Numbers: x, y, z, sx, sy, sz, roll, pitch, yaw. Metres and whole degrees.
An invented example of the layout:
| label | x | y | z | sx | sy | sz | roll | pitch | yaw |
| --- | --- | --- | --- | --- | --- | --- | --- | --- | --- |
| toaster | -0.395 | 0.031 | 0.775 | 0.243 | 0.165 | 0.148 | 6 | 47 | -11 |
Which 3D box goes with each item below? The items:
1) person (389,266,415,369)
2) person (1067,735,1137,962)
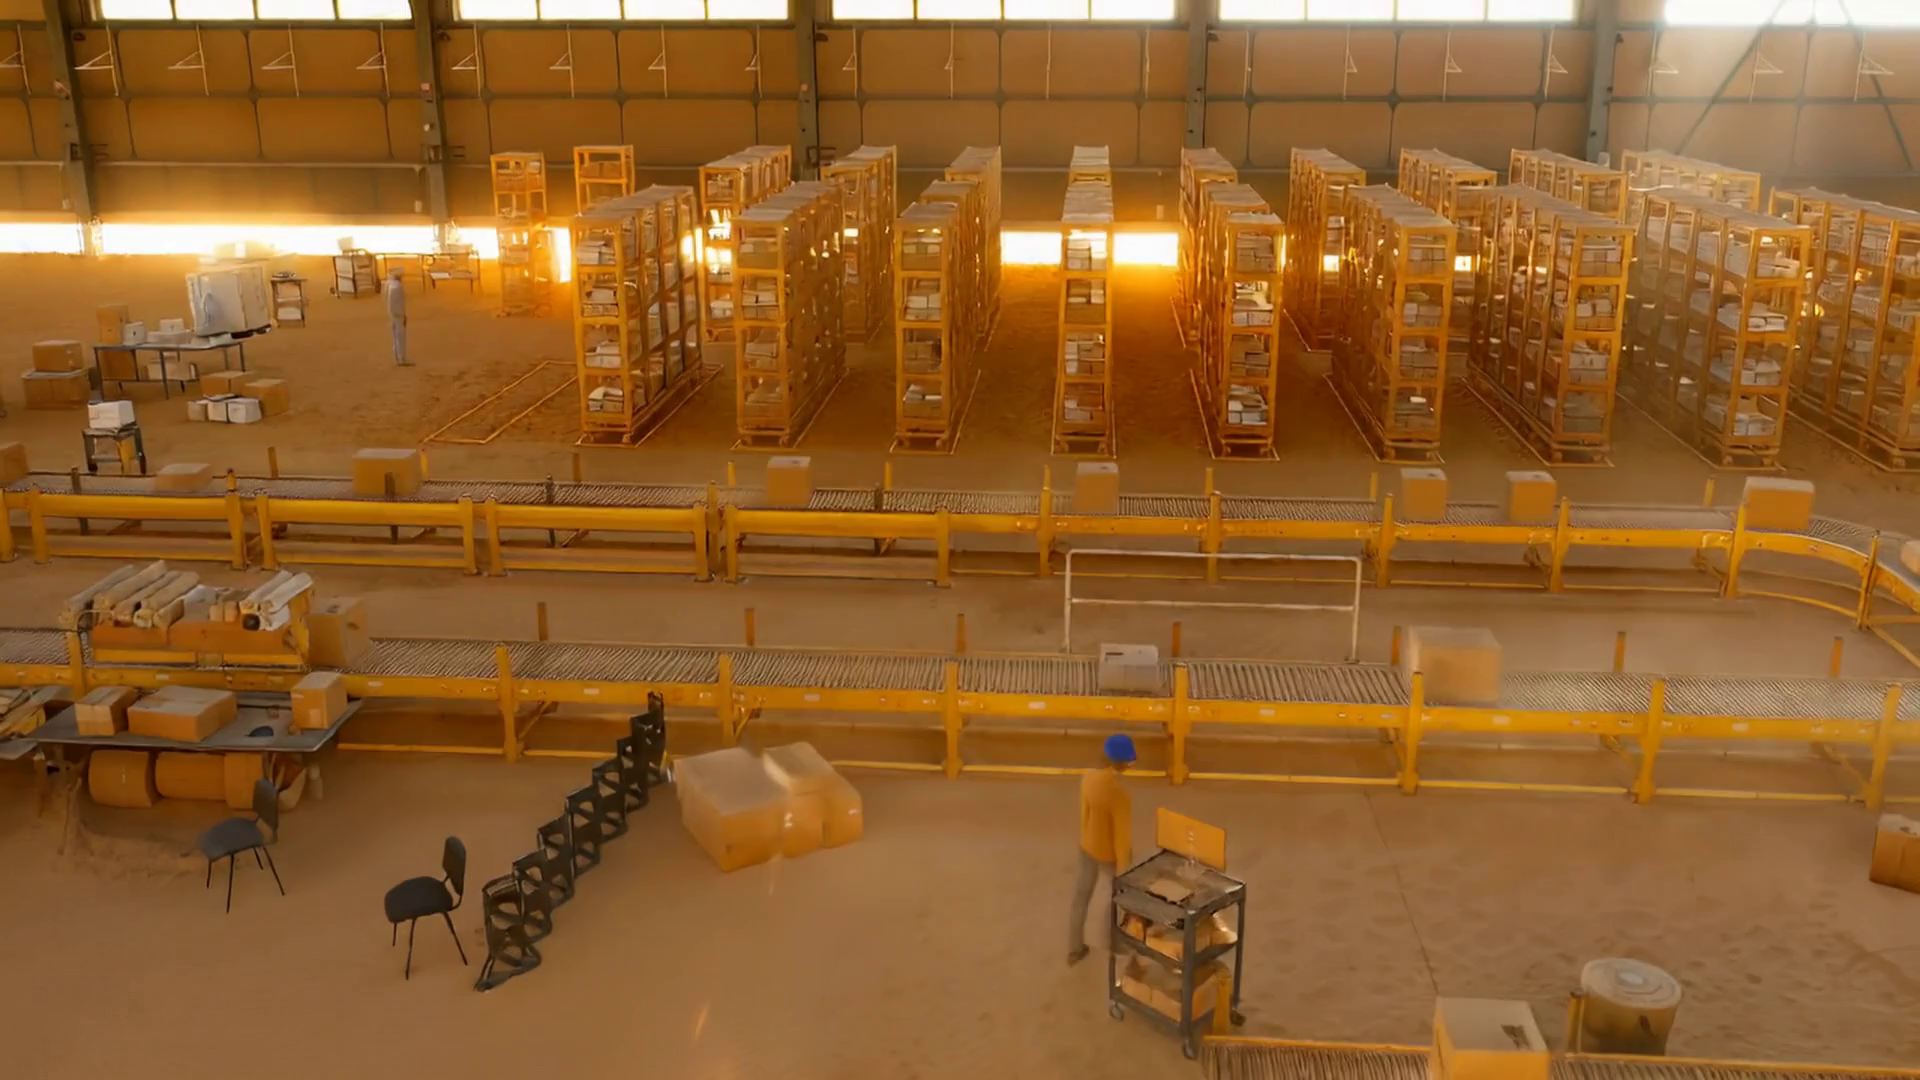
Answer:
| label | x | y | z | sx | sy | sz | roll | pitch | yaw |
| --- | --- | --- | --- | --- | --- | --- | --- | --- | --- |
| person | -10.750 | -4.257 | 31.877 | 0.390 | 1.968 | 0.718 | -9 | 19 | -25 |
| person | 1.049 | 2.183 | 11.790 | 0.652 | 1.729 | 0.642 | -11 | 21 | -32 |
